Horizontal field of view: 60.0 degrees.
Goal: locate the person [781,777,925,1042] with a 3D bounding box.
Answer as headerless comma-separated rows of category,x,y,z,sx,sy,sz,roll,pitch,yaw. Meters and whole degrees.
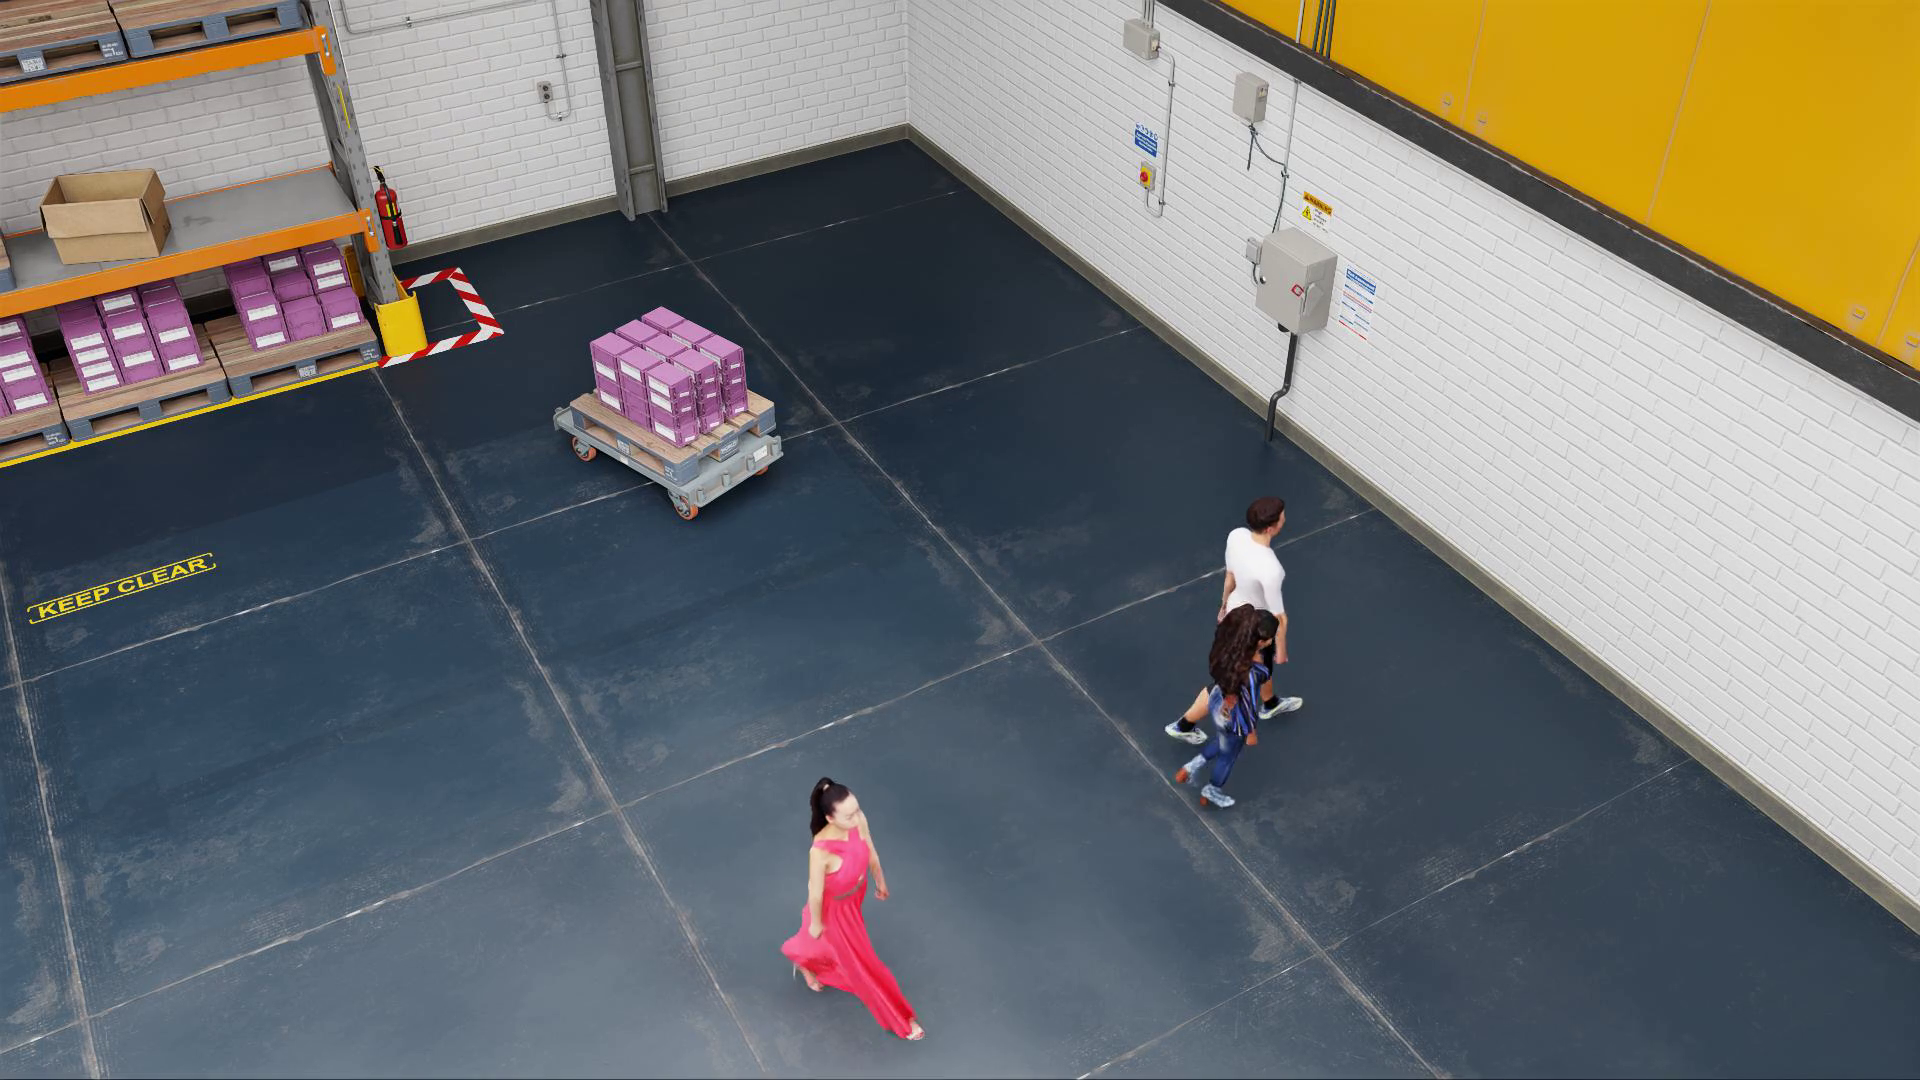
person,-0.661,1.828,8.456,1.029,1.669,1.137,20,43,23

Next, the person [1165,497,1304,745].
person,1.663,0.524,9.966,1.266,1.821,0.842,-12,40,-15

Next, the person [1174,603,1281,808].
person,1.489,0.994,9.543,0.827,1.614,0.777,-5,39,-6
